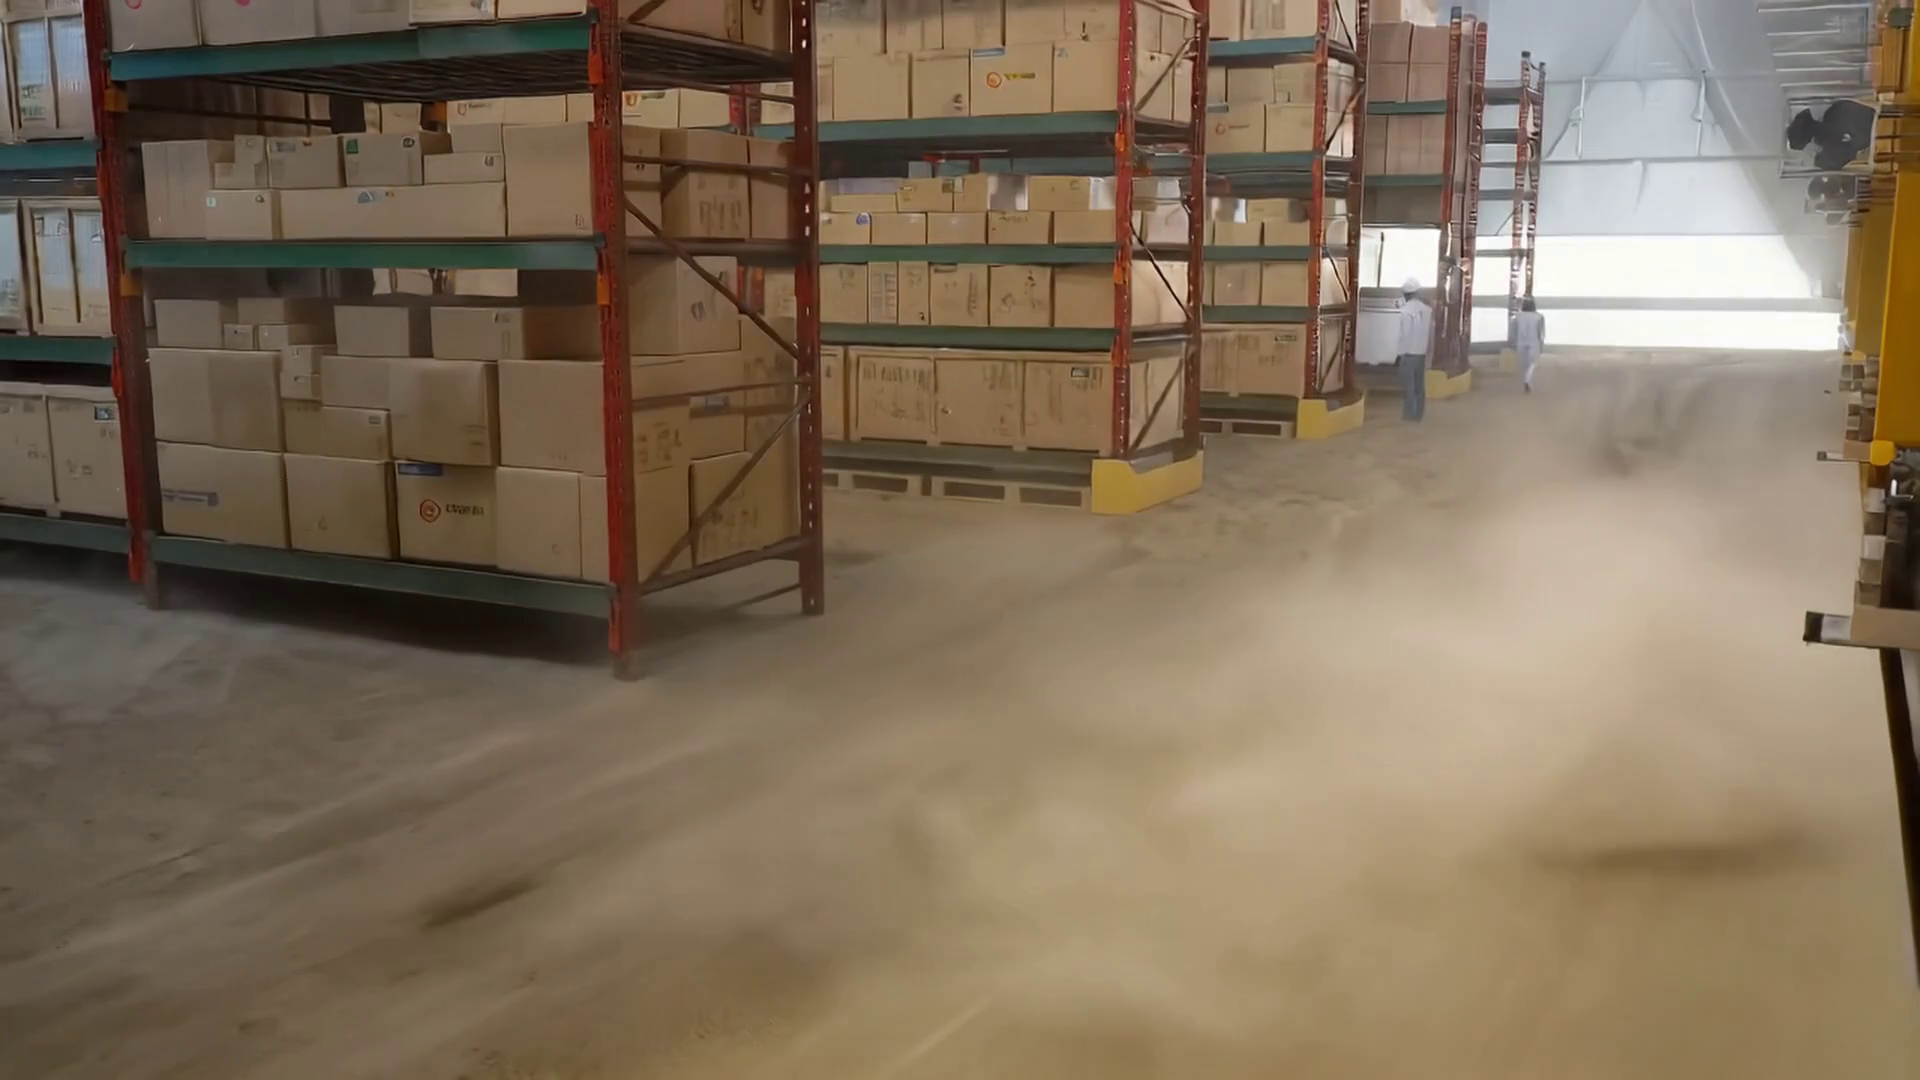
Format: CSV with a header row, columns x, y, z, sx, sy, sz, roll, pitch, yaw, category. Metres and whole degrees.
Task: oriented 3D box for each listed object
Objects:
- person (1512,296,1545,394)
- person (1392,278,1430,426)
x,y,z,sx,sy,sz,roll,pitch,yaw,category
9.391,-3.219,27.511,0.530,1.621,0.420,6,12,32,person
6.101,-2.541,22.518,0.623,1.992,0.397,-8,13,-40,person
